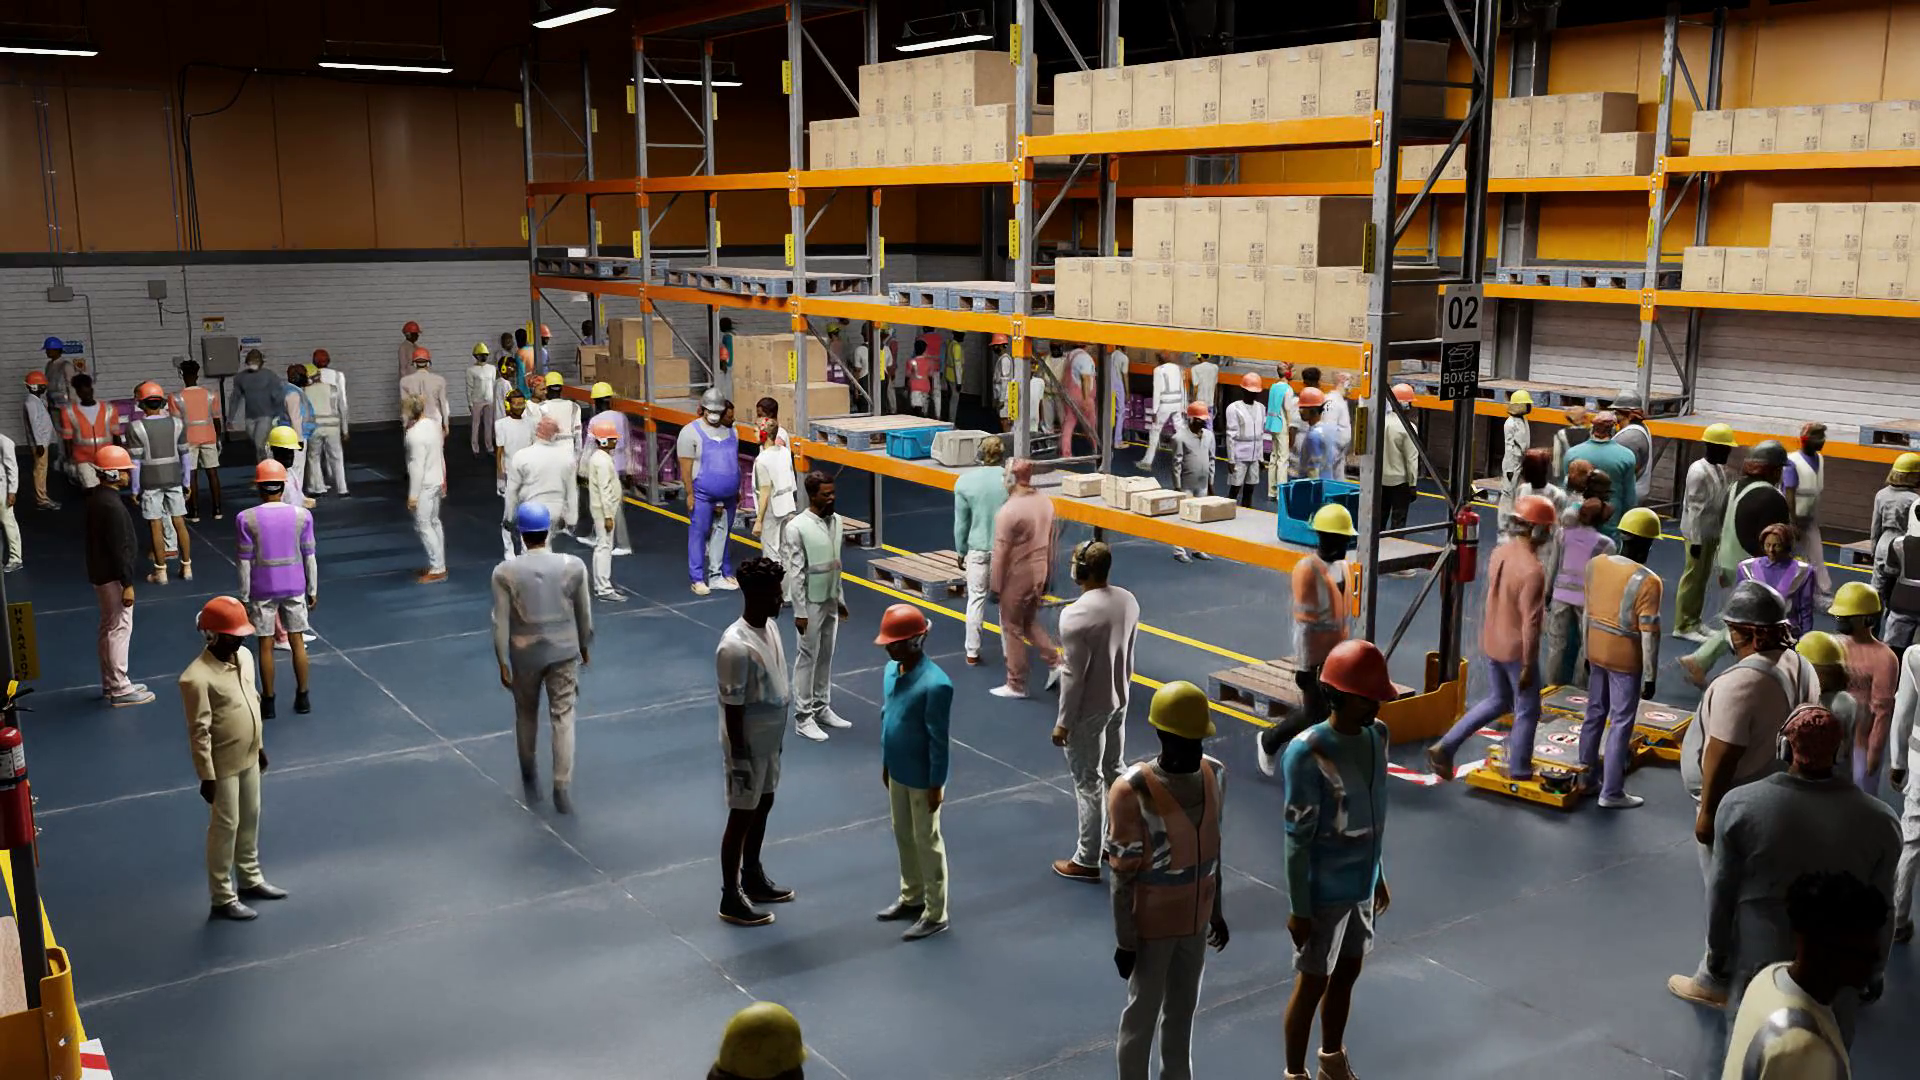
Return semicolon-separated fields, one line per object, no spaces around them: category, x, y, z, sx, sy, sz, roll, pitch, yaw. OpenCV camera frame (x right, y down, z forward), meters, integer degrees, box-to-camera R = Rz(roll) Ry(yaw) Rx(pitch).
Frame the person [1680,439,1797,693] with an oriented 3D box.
person;6.023;0.192;12.868;0.827;2.000;0.697;0;11;1

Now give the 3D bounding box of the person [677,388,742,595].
person;-2.406;-0.493;16.377;0.673;2.000;0.536;-11;15;-43

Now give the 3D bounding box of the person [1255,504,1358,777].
person;2.259;0.700;10.592;0.662;1.908;0.602;10;15;43

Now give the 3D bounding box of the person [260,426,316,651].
person;-5.779;-0.021;14.260;0.384;1.924;0.589;-1;11;-6

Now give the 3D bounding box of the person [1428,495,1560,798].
person;3.428;0.685;10.539;0.725;1.971;0.646;-2;11;-9

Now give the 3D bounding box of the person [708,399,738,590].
person;-2.391;-0.455;16.532;0.402;1.908;0.598;0;11;-1

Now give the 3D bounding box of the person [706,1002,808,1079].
person;-0.522;2.020;4.310;0.491;1.732;0.325;6;12;28

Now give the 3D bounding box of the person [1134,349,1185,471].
person;2.971;-1.891;24.055;0.683;1.823;0.954;-9;14;-39

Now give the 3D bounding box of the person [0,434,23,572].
person;-10.080;-0.536;17.329;0.565;1.750;0.341;4;12;19

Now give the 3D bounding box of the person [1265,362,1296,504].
person;4.142;-1.380;21.406;0.390;1.850;0.564;-3;11;-14

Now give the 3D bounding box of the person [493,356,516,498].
person;-5.974;-1.490;21.932;0.317;1.863;0.533;-6;13;-30

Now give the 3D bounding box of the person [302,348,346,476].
person;-8.909;-1.762;23.370;0.589;1.856;0.901;-8;14;-37

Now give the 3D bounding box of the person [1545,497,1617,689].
person;4.629;0.478;12.521;0.449;1.611;0.551;-11;15;-43

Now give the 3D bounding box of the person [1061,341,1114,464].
person;1.885;-2.168;24.948;0.938;2.000;0.739;-7;13;-31

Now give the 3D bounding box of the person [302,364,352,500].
person;-8.313;-1.395;21.674;0.651;1.787;0.419;-6;12;-27

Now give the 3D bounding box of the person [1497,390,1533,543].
person;6.306;-0.826;18.839;0.289;1.746;0.487;9;14;38

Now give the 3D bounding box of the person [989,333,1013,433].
person;0.621;-2.208;25.455;0.377;1.930;0.539;-1;11;-4

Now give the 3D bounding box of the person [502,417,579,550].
person;-3.895;-0.217;15.501;0.893;1.842;0.626;8;14;37

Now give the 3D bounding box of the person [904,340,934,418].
person;-0.644;-2.492;27.622;0.531;1.669;0.818;-8;14;-36

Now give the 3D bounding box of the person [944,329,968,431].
person;-0.064;-2.757;28.286;0.405;1.918;0.587;-3;11;-13

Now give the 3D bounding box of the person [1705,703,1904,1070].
person;3.160;1.550;6.299;0.642;1.900;0.401;5;12;26

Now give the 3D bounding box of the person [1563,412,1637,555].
person;5.896;-0.231;15.382;0.639;1.908;0.409;5;12;23

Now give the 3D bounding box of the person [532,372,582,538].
person;-4.657;-0.981;19.214;0.591;1.912;0.398;-9;14;-37

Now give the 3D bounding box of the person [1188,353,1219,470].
person;3.529;-1.933;24.184;0.514;1.871;0.327;-7;13;-32

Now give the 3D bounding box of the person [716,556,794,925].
person;-1.074;1.041;8.752;0.366;1.958;0.610;3;11;14

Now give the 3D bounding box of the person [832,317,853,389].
person;-2.207;-3.476;31.932;0.515;1.932;0.608;-1;11;-7

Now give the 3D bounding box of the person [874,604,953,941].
person;-0.263;1.179;8.598;0.352;1.738;0.573;-7;13;-33

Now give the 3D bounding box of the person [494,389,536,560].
person;-4.733;-0.694;17.848;0.309;1.868;0.535;10;15;41

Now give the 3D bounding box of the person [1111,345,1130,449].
person;2.510;-2.356;26.452;0.339;1.833;0.522;-7;13;-31

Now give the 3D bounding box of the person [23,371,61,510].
person;-11.623;-1.261;21.043;0.334;1.749;0.573;-5;12;-26

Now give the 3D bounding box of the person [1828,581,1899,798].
person;4.810;1.087;9.020;0.336;1.758;0.517;-2;11;-11

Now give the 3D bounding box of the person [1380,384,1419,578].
person;4.482;-0.613;17.108;0.397;1.992;0.621;-6;13;-28

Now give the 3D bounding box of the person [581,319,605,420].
person;-6.292;-2.809;28.508;0.373;1.933;0.626;3;12;17

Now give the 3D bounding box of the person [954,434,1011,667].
person;0.264;0.090;13.690;0.627;1.930;0.380;0;11;1

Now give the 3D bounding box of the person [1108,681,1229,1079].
person;0.839;1.483;6.556;0.592;1.926;0.366;-9;14;-38

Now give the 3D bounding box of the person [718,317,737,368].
person;-4.299;-3.238;30.973;0.429;1.824;0.705;0;11;-1

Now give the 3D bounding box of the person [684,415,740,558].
person;-2.651;-0.630;17.778;0.591;1.779;0.930;-2;11;-8

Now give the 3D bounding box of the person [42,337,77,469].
person;-13.118;-1.988;24.263;0.602;1.949;0.390;6;13;30

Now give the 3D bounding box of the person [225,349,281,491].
person;-9.545;-1.606;22.399;0.726;1.901;0.848;2;11;12

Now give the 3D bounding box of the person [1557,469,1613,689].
person;4.757;0.335;12.727;0.532;1.813;0.431;-7;13;-30

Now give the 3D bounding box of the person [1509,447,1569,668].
person;4.661;0.177;13.388;0.488;1.868;0.602;-3;11;-15

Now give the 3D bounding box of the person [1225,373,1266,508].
person;3.275;-0.946;18.978;0.542;1.930;0.375;-7;13;-31

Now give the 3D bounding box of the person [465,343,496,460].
person;-7.276;-2.112;25.356;0.304;1.772;0.529;9;14;39

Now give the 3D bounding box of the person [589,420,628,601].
person;-3.403;-0.289;16.069;0.342;1.751;0.563;-3;12;-17

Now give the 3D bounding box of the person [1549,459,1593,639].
person;5.291;0.115;14.309;0.279;1.633;0.504;2;11;9

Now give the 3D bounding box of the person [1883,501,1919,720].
person;6.983;0.520;12.092;0.320;1.694;0.533;-10;15;-41

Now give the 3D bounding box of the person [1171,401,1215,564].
person;2.513;-0.621;17.790;0.567;1.743;0.350;-7;13;-33
